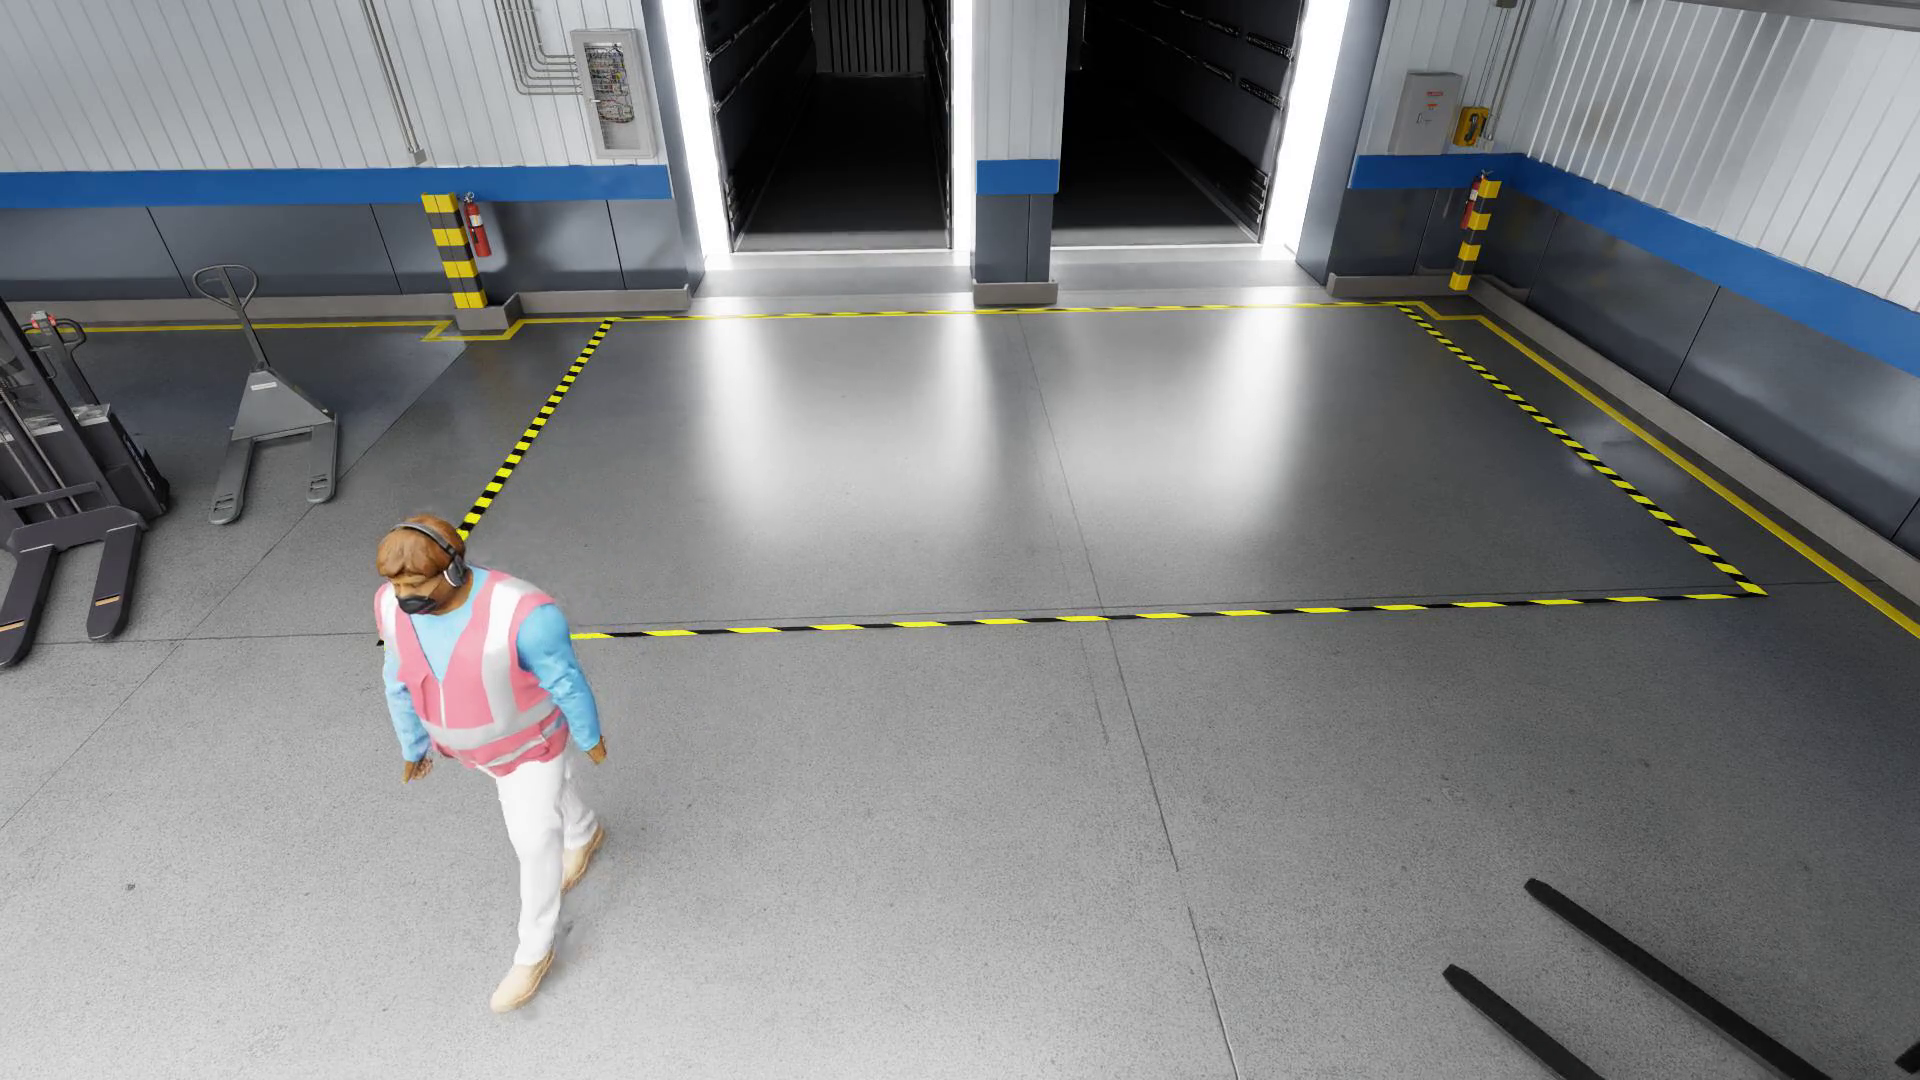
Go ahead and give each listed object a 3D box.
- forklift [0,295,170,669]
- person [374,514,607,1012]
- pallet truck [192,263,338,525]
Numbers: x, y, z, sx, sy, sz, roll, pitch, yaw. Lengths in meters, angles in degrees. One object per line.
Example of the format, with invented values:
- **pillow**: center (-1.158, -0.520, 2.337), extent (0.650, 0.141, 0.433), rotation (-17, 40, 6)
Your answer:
- **forklift**: center (-5.212, -0.618, 4.878), extent (0.823, 1.965, 1.885), rotation (-20, 39, -26)
- **person**: center (-1.612, 0.748, 3.072), extent (0.659, 1.812, 0.831), rotation (8, 36, 12)
- **pallet truck**: center (-4.778, -1.027, 6.128), extent (0.680, 1.201, 1.601), rotation (-17, 38, -23)
